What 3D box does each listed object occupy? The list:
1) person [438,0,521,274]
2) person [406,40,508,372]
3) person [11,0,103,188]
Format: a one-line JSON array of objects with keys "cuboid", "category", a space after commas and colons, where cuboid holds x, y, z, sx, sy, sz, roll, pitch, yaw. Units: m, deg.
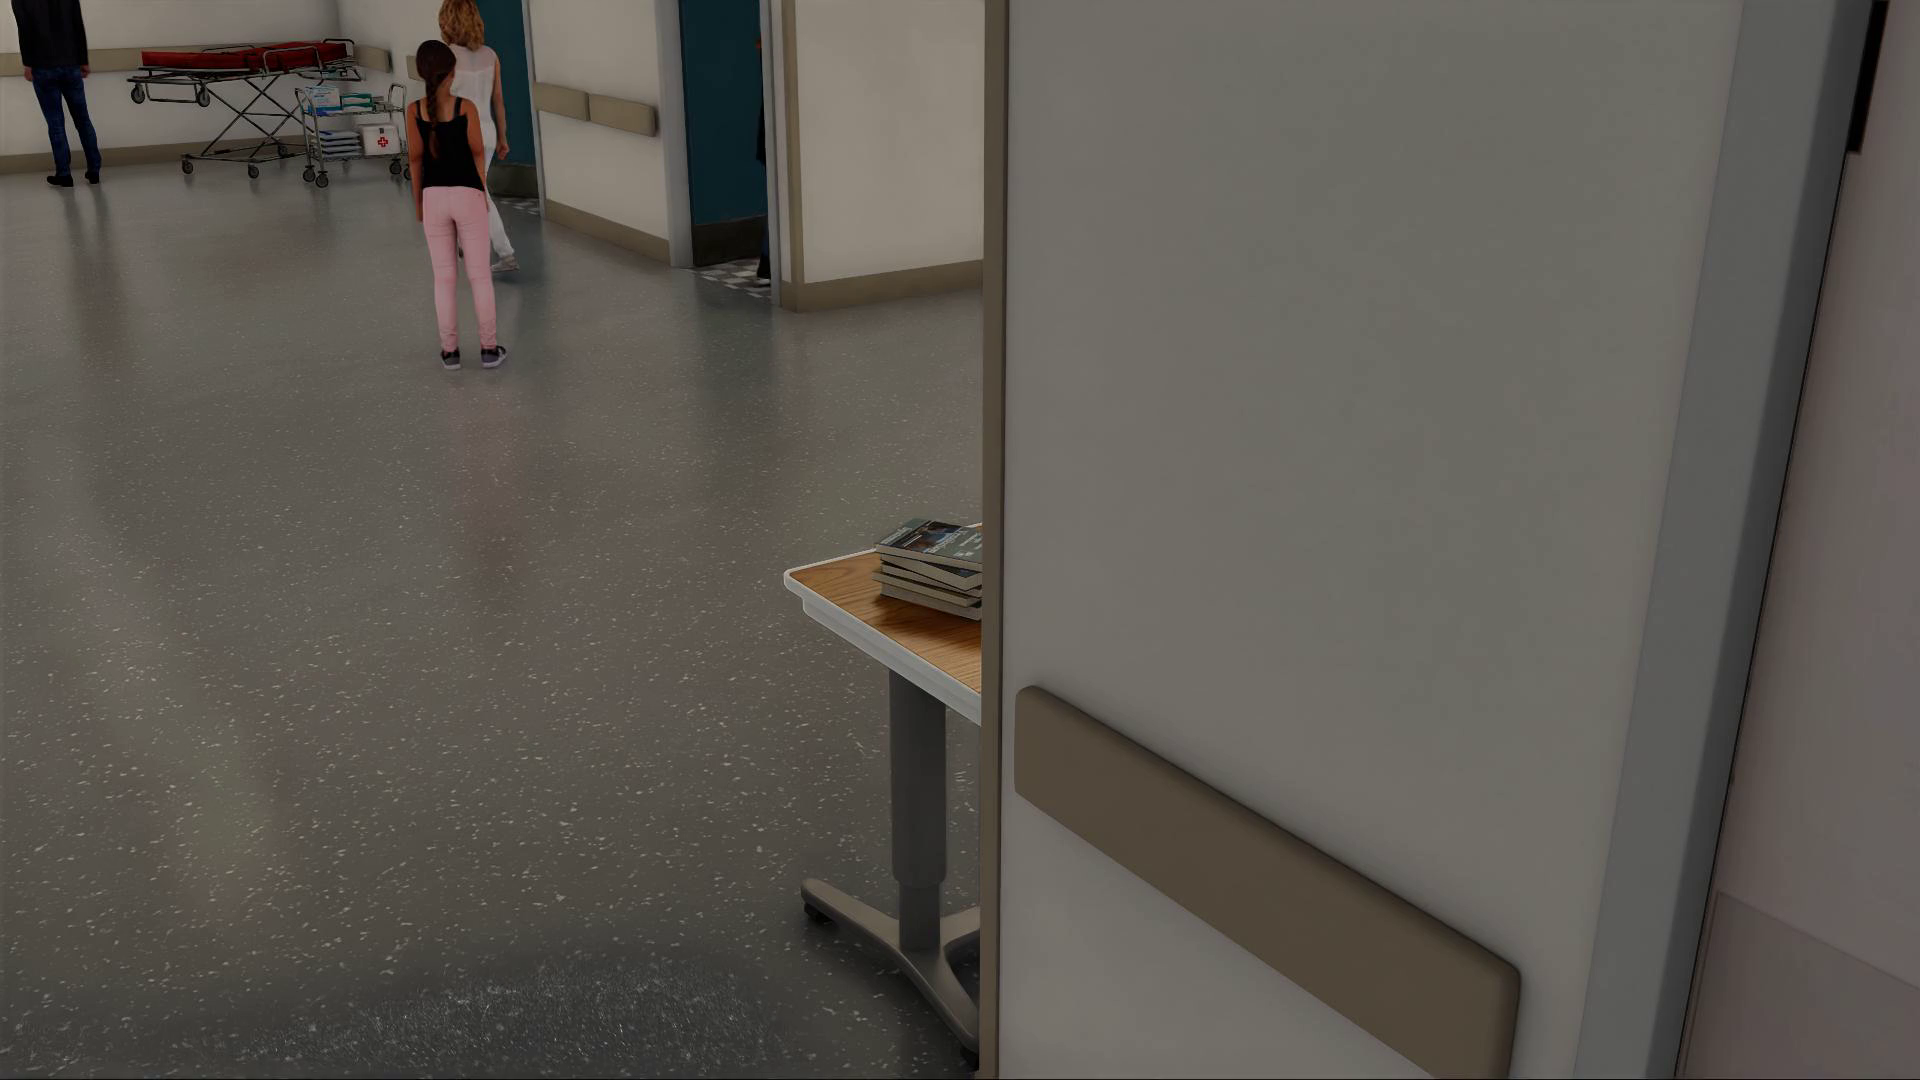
[{"cuboid": [-2.917, -2.407, 10.048, 1.129, 1.633, 0.793, 17, 27, 38], "category": "person"}, {"cuboid": [-2.447, -1.611, 8.054, 0.591, 1.558, 0.622, -2, 21, -6], "category": "person"}, {"cuboid": [-7.325, -3.844, 13.475, 0.664, 1.894, 0.734, 16, 26, 37], "category": "person"}]
